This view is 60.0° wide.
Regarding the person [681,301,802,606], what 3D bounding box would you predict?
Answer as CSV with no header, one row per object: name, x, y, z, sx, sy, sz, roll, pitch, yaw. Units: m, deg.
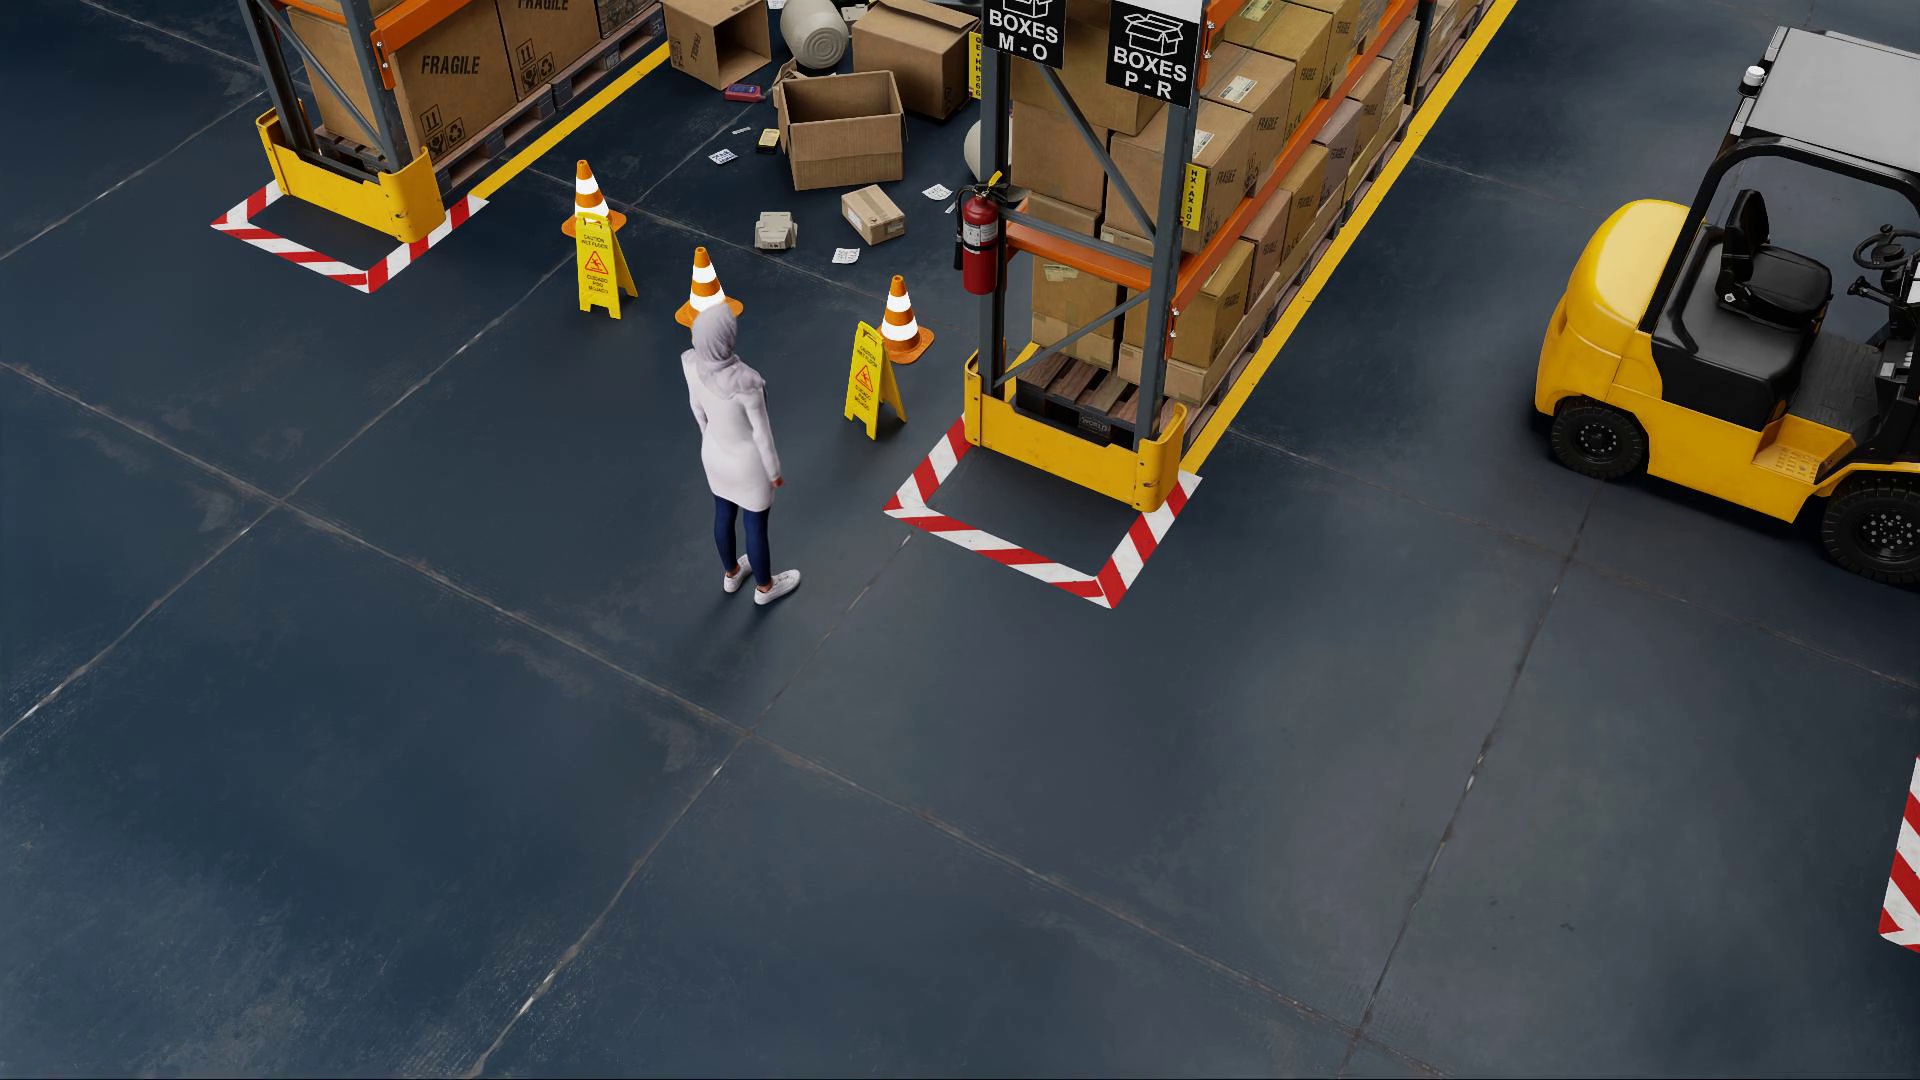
person,-1.038,-0.374,7.708,0.622,1.775,0.540,27,53,23
